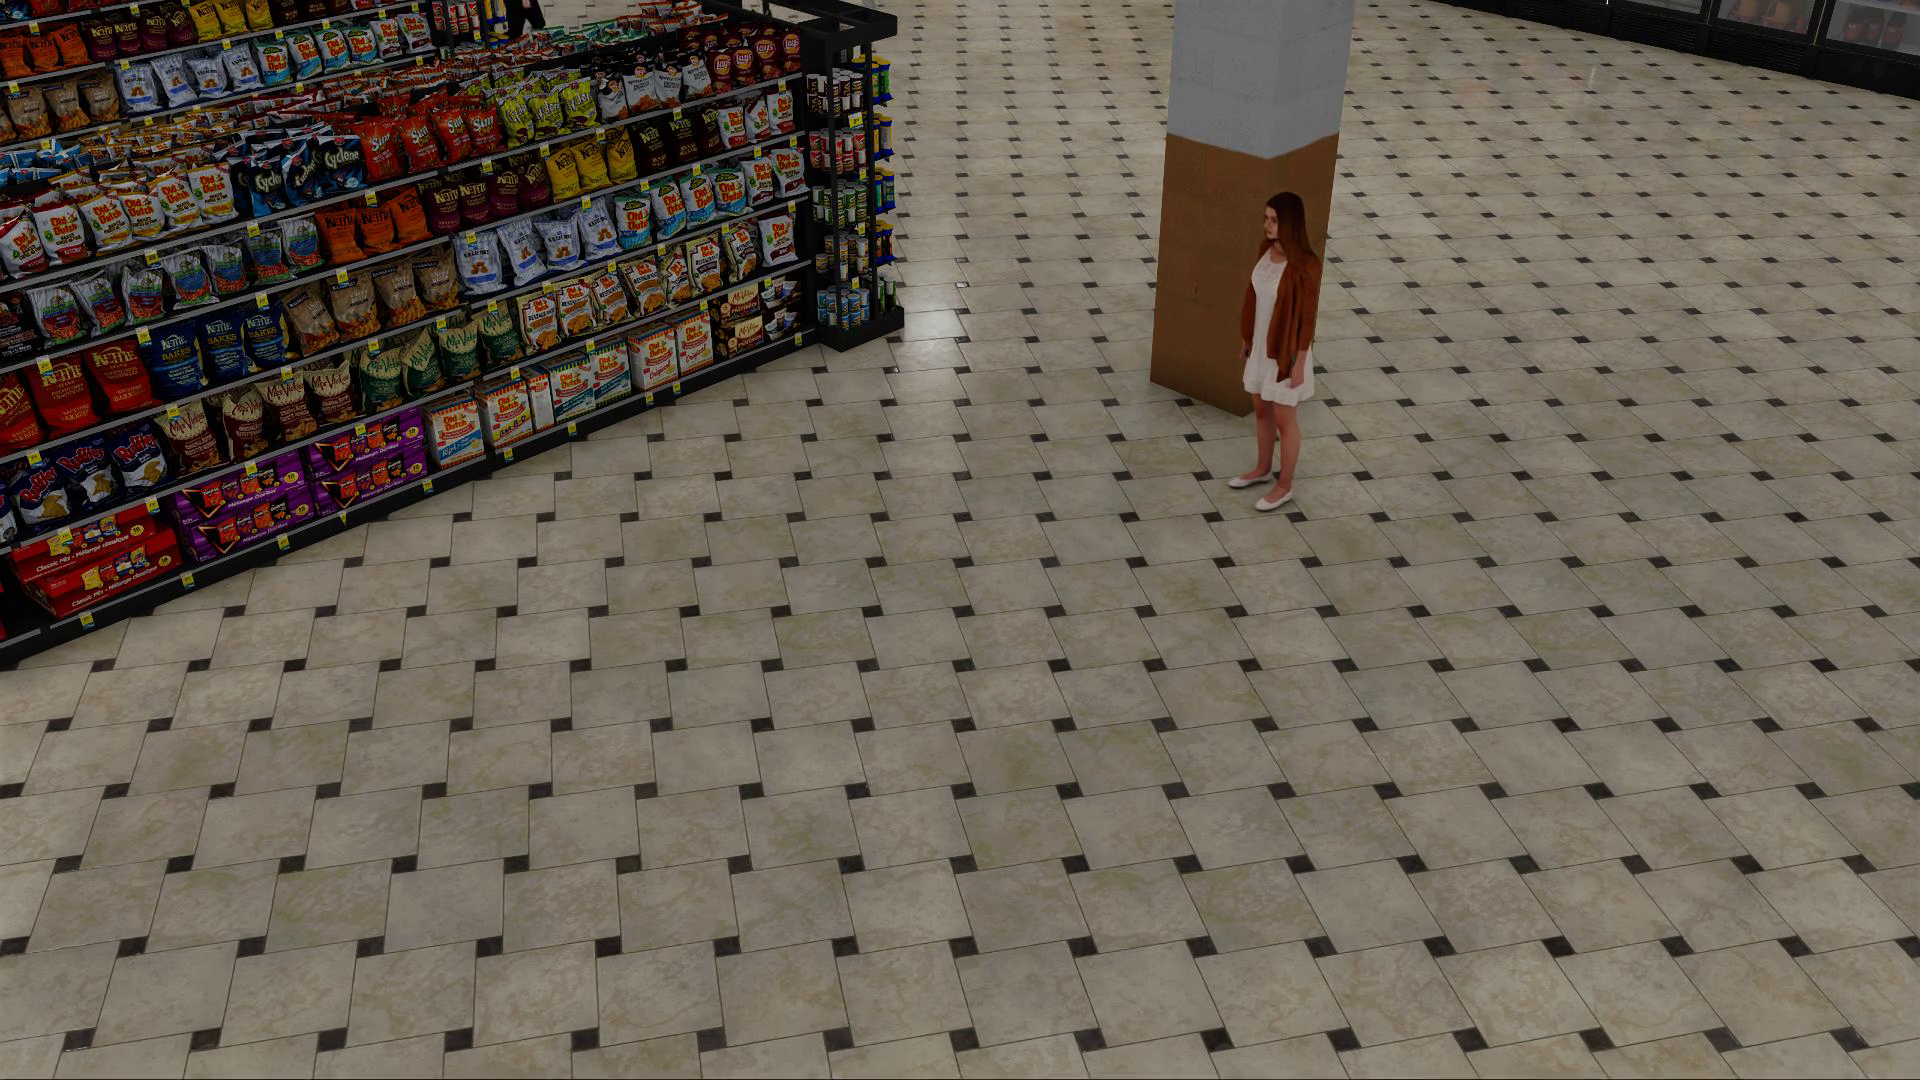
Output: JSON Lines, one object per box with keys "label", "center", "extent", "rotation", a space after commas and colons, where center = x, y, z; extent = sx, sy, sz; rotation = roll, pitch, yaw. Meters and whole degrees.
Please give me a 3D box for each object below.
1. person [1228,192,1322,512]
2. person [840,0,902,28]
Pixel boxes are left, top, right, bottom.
{"label": "person", "center": [1.658, -0.991, 8.589], "extent": [0.641, 1.716, 0.666], "rotation": [-17, 36, -25]}
{"label": "person", "center": [-1.167, -5.966, 16.465], "extent": [1.088, 1.843, 1.223], "rotation": [13, 34, 20]}
